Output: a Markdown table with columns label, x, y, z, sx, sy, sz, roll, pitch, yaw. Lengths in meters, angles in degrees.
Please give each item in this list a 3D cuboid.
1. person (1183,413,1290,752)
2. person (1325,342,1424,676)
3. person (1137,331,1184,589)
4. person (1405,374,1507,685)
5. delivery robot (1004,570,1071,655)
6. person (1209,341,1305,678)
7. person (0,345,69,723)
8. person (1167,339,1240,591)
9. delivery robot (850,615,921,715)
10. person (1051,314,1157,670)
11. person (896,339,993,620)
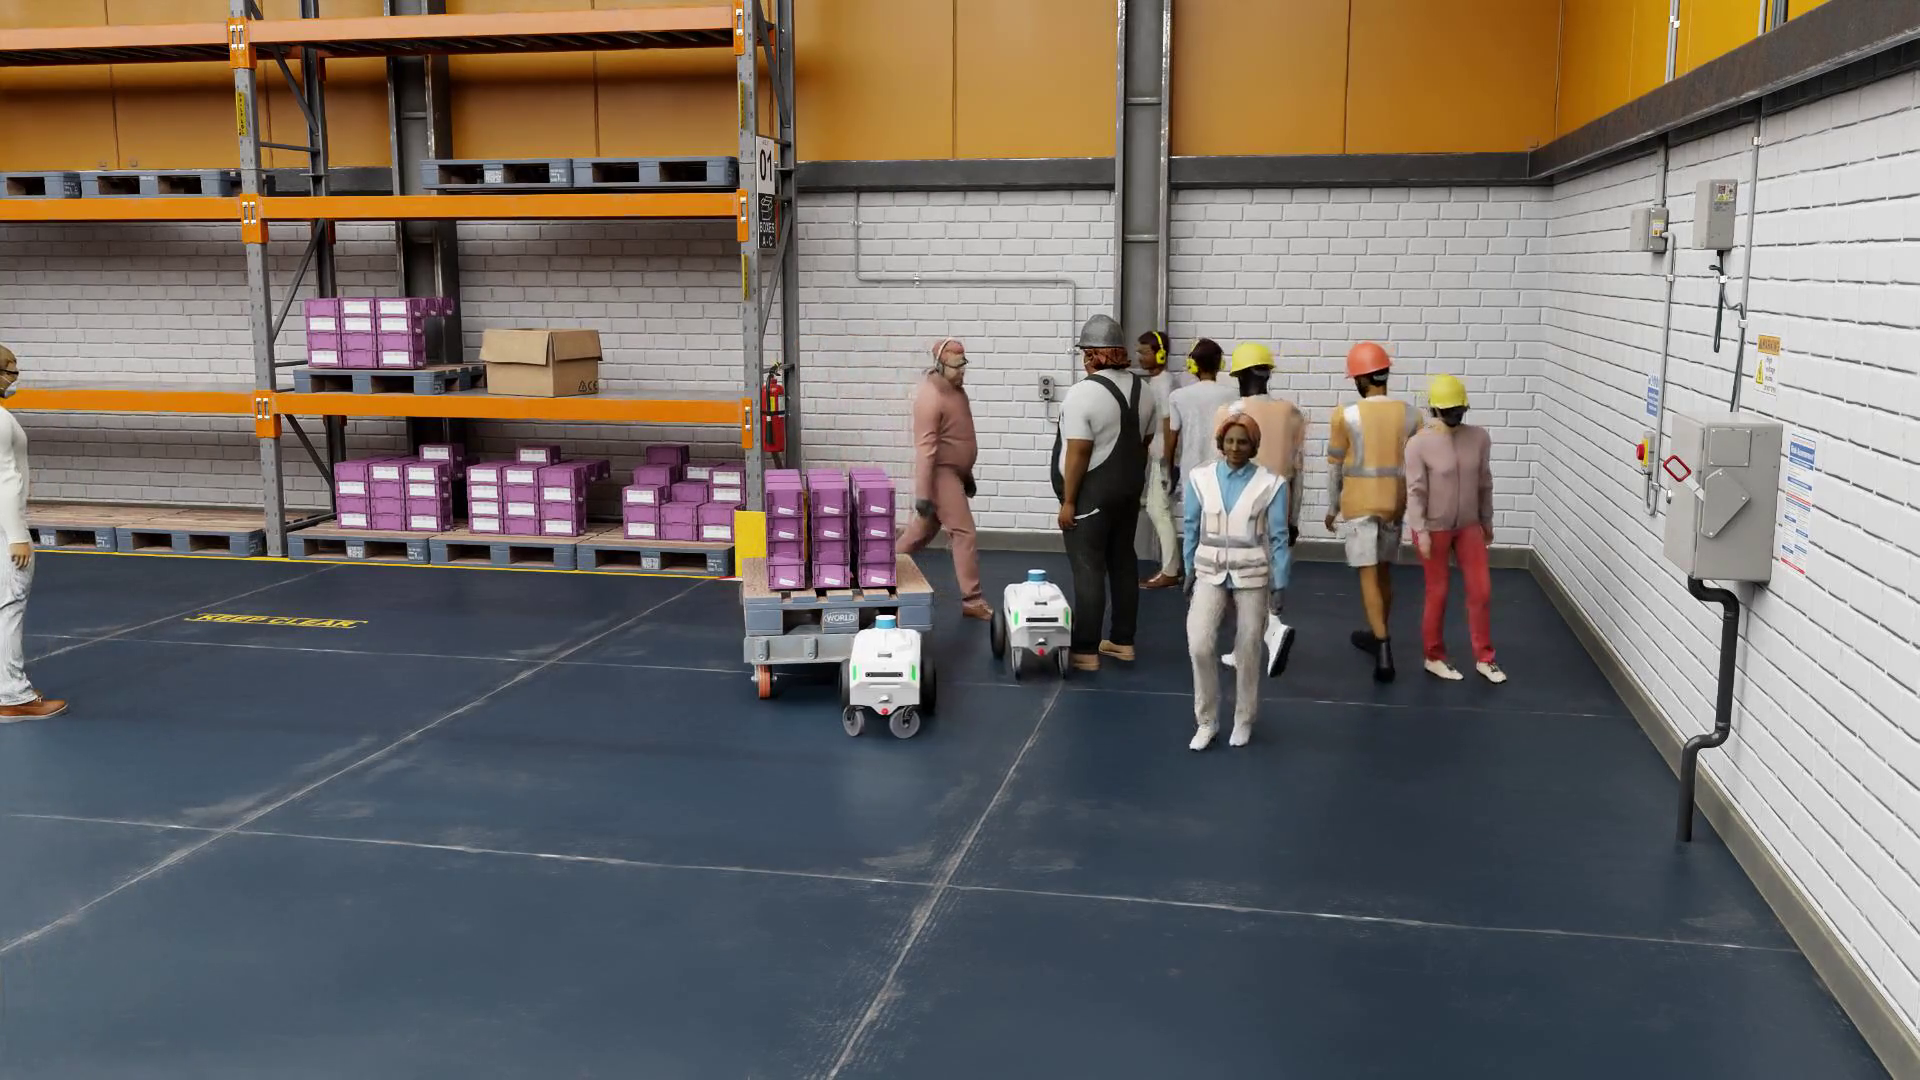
| label | x | y | z | sx | sy | sz | roll | pitch | yaw |
| --- | --- | --- | --- | --- | --- | --- | --- | --- | --- |
| person | 1.291 | 0.211 | 7.873 | 0.537 | 1.615 | 0.579 | 4 | 10 | 24 |
| person | 2.390 | -0.183 | 9.529 | 0.536 | 1.892 | 0.954 | -2 | 10 | -10 |
| person | 1.443 | -0.569 | 11.943 | 0.413 | 1.854 | 0.575 | 0 | 9 | -1 |
| person | 2.726 | -0.047 | 9.116 | 0.599 | 1.722 | 0.593 | -3 | 10 | -16 |
| delivery robot | 0.442 | 0.416 | 9.585 | 0.477 | 0.478 | 0.707 | 0 | 9 | -2 |
| person | 1.690 | -0.147 | 9.242 | 0.633 | 1.888 | 0.734 | -4 | 10 | -24 |
| person | -4.892 | -0.040 | 8.471 | 0.628 | 1.935 | 0.373 | 9 | 13 | 42 |
| person | 1.630 | -0.405 | 10.997 | 0.512 | 1.831 | 0.892 | 1 | 10 | 8 |
| delivery robot | -0.370 | 0.620 | 8.354 | 0.477 | 0.478 | 0.707 | 0 | 9 | -1 |
| person | 0.778 | -0.282 | 9.607 | 0.688 | 2.000 | 0.539 | -9 | 13 | -43 |
| person | -0.183 | -0.396 | 10.888 | 0.947 | 1.869 | 0.659 | 2 | 10 | 10 |
